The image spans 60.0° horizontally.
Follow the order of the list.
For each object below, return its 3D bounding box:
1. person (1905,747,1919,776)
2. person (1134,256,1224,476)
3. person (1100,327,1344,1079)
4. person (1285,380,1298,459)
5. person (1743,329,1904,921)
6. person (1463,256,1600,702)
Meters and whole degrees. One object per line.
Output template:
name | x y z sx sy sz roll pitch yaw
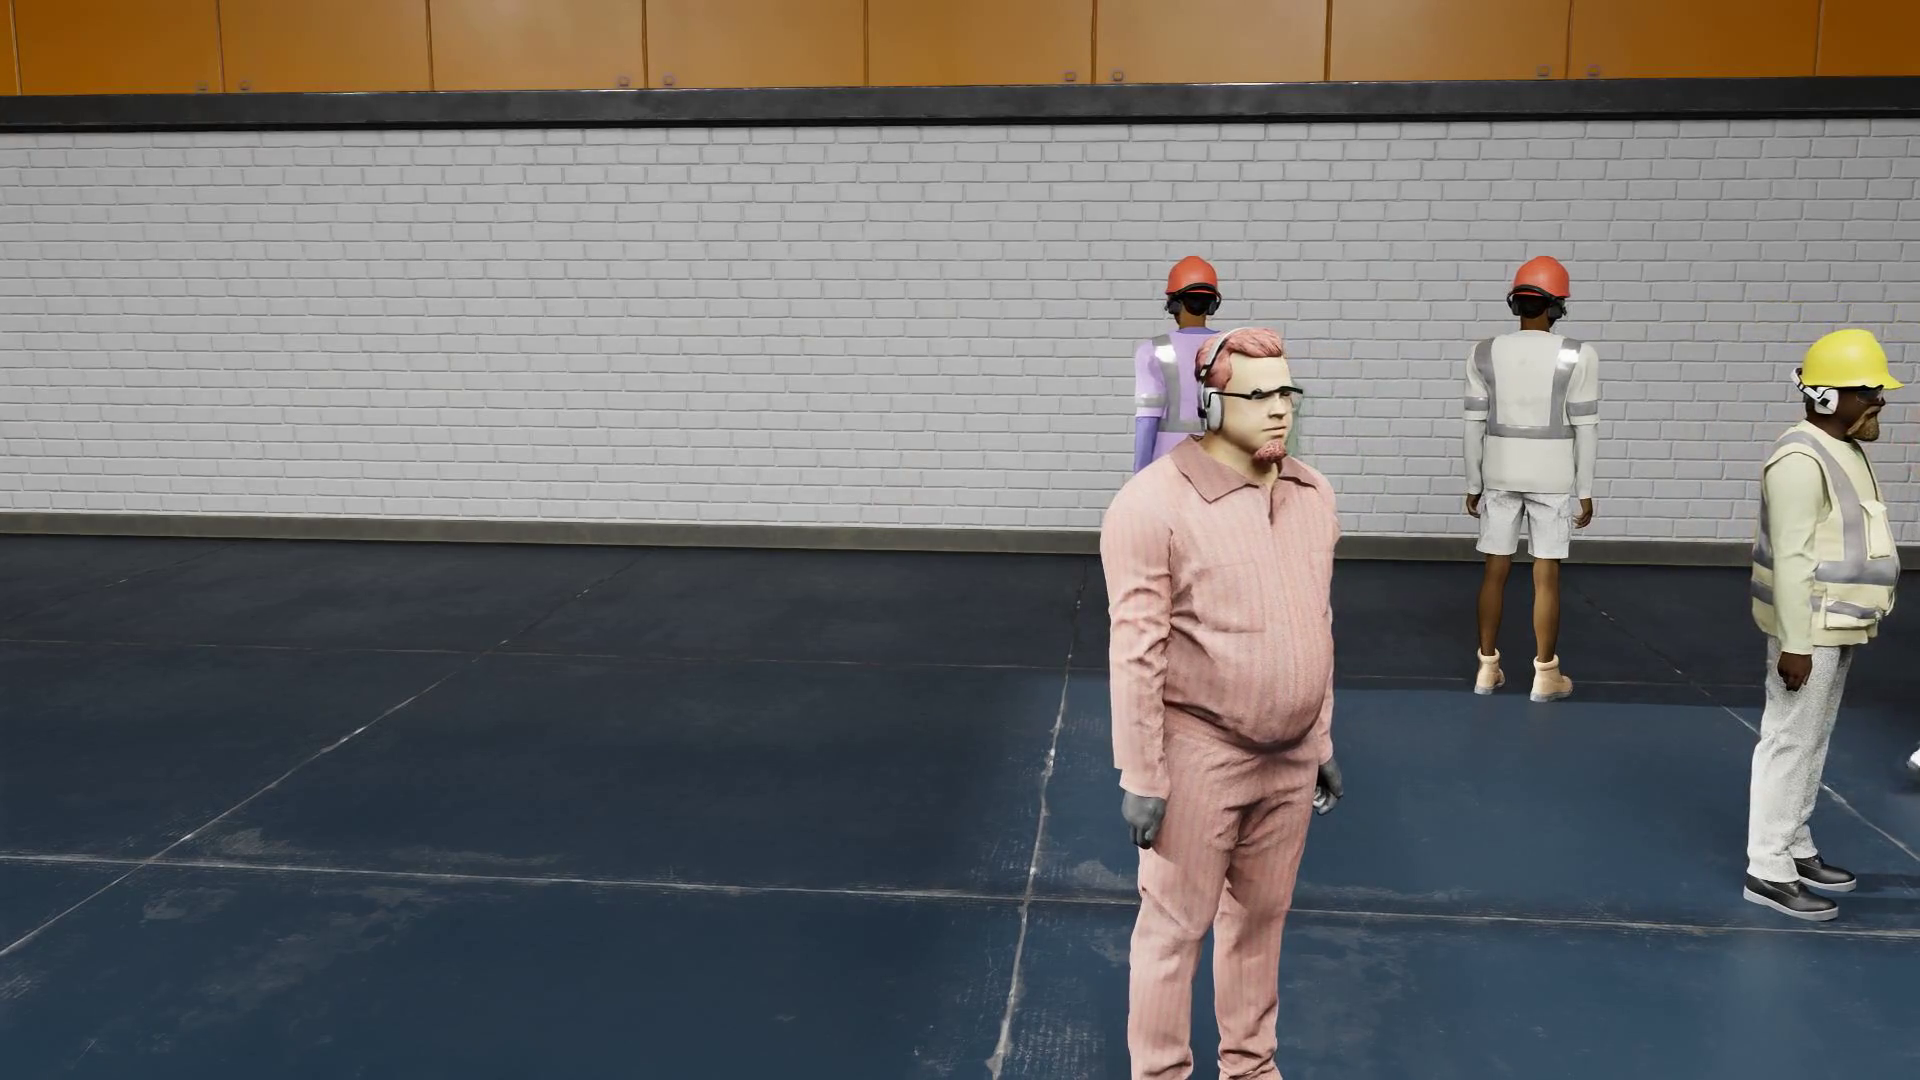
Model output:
person | 4.075 0.052 6.275 0.978 1.885 0.603 -1 10 -7
person | 1.088 -0.326 7.971 0.616 2.041 0.383 -3 10 -19
person | 0.622 0.483 3.734 0.641 1.908 0.407 -7 12 -34
person | 1.647 -0.403 9.582 0.532 1.618 0.460 -2 10 -12
person | 2.710 0.257 5.237 0.404 1.830 0.601 8 13 38
person | 2.625 -0.275 7.678 0.607 2.044 0.375 7 12 33
